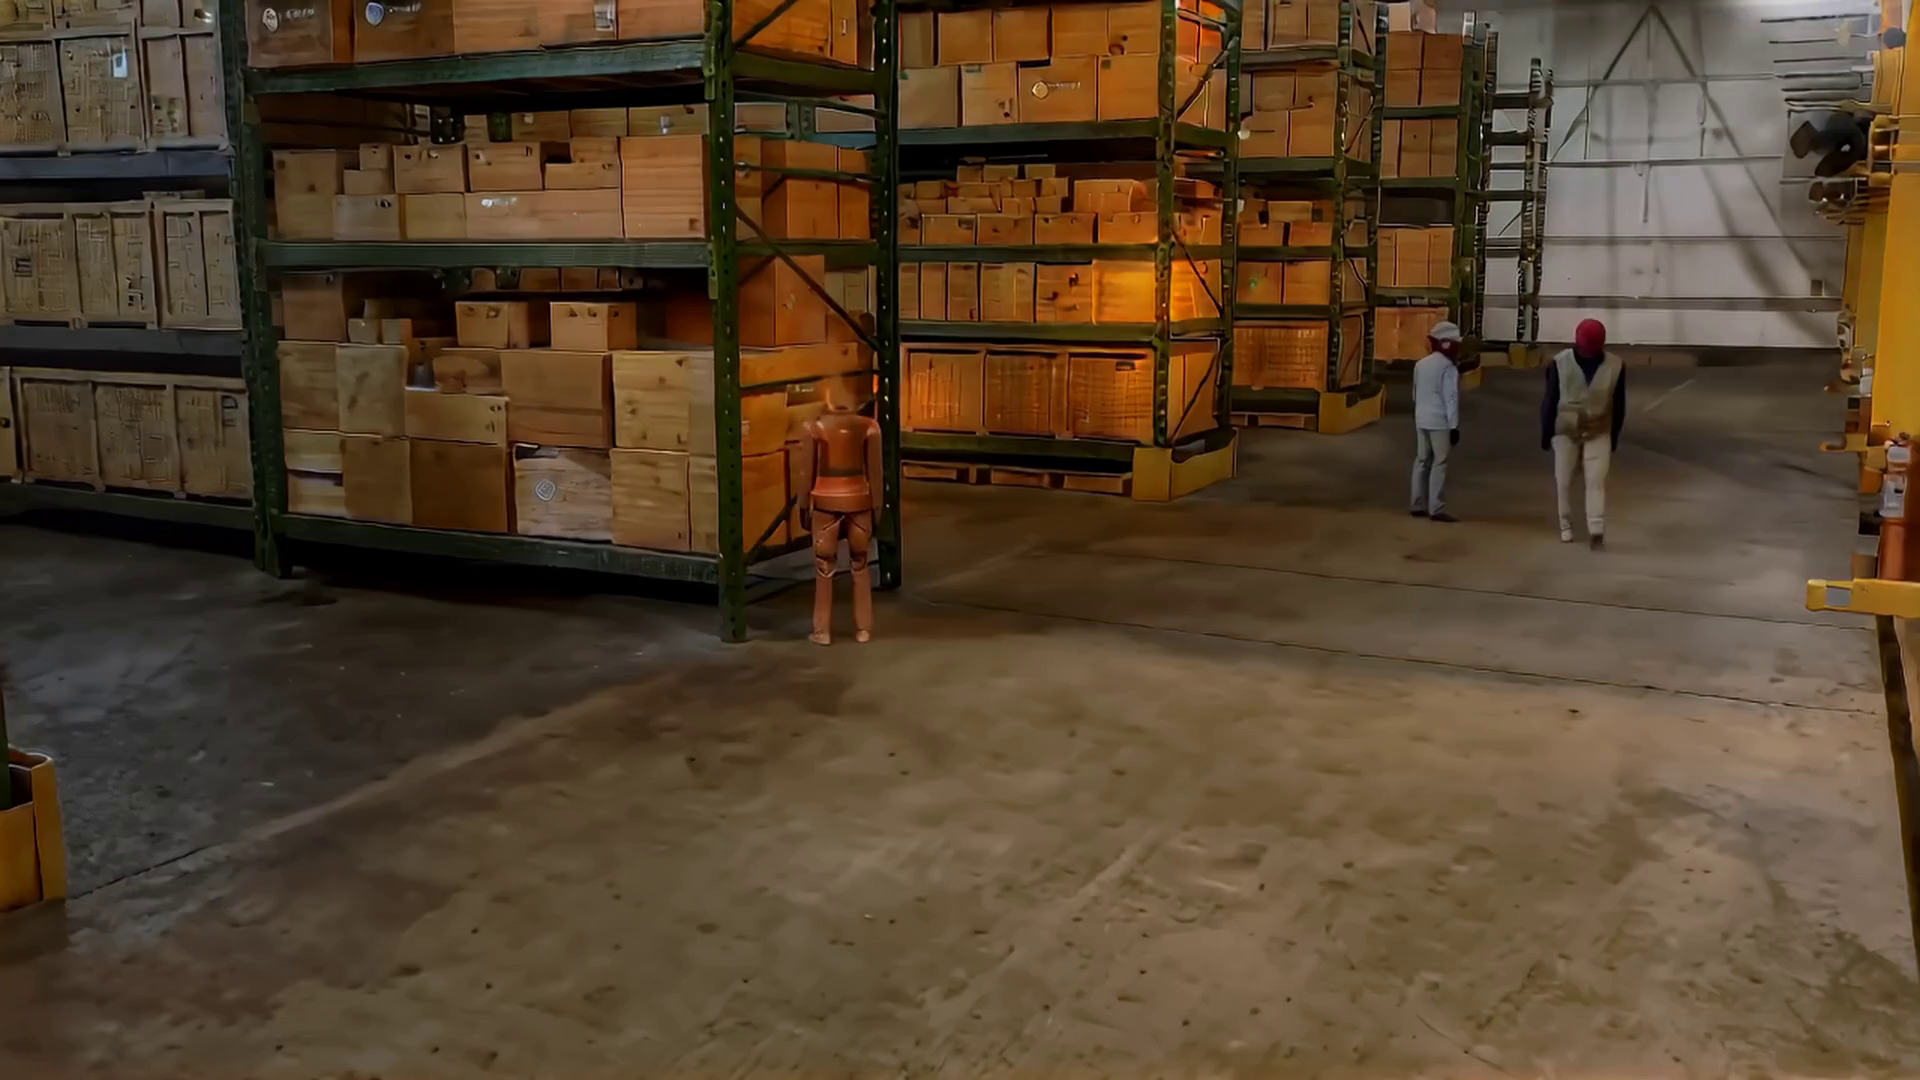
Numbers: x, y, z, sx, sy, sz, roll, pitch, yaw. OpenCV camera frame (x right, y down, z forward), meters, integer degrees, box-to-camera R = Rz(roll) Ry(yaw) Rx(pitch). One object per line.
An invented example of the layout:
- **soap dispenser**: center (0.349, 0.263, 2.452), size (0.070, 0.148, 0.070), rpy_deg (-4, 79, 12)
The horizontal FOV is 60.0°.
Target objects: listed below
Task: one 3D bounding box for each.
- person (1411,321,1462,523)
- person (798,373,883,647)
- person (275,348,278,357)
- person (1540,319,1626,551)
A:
- **person**: center (4.162, -1.026, 14.453), size (0.347, 1.746, 0.573), rpy_deg (-3, 10, -18)
- **person**: center (-0.702, -0.174, 9.873), size (0.518, 1.631, 0.317), rpy_deg (-3, 10, -19)
- **person**: center (-8.049, -1.978, 19.480), size (0.395, 1.927, 0.546), rpy_deg (-3, 10, -17)
- **person**: center (4.907, -0.822, 13.112), size (0.644, 1.809, 0.810), rpy_deg (2, 10, 14)
